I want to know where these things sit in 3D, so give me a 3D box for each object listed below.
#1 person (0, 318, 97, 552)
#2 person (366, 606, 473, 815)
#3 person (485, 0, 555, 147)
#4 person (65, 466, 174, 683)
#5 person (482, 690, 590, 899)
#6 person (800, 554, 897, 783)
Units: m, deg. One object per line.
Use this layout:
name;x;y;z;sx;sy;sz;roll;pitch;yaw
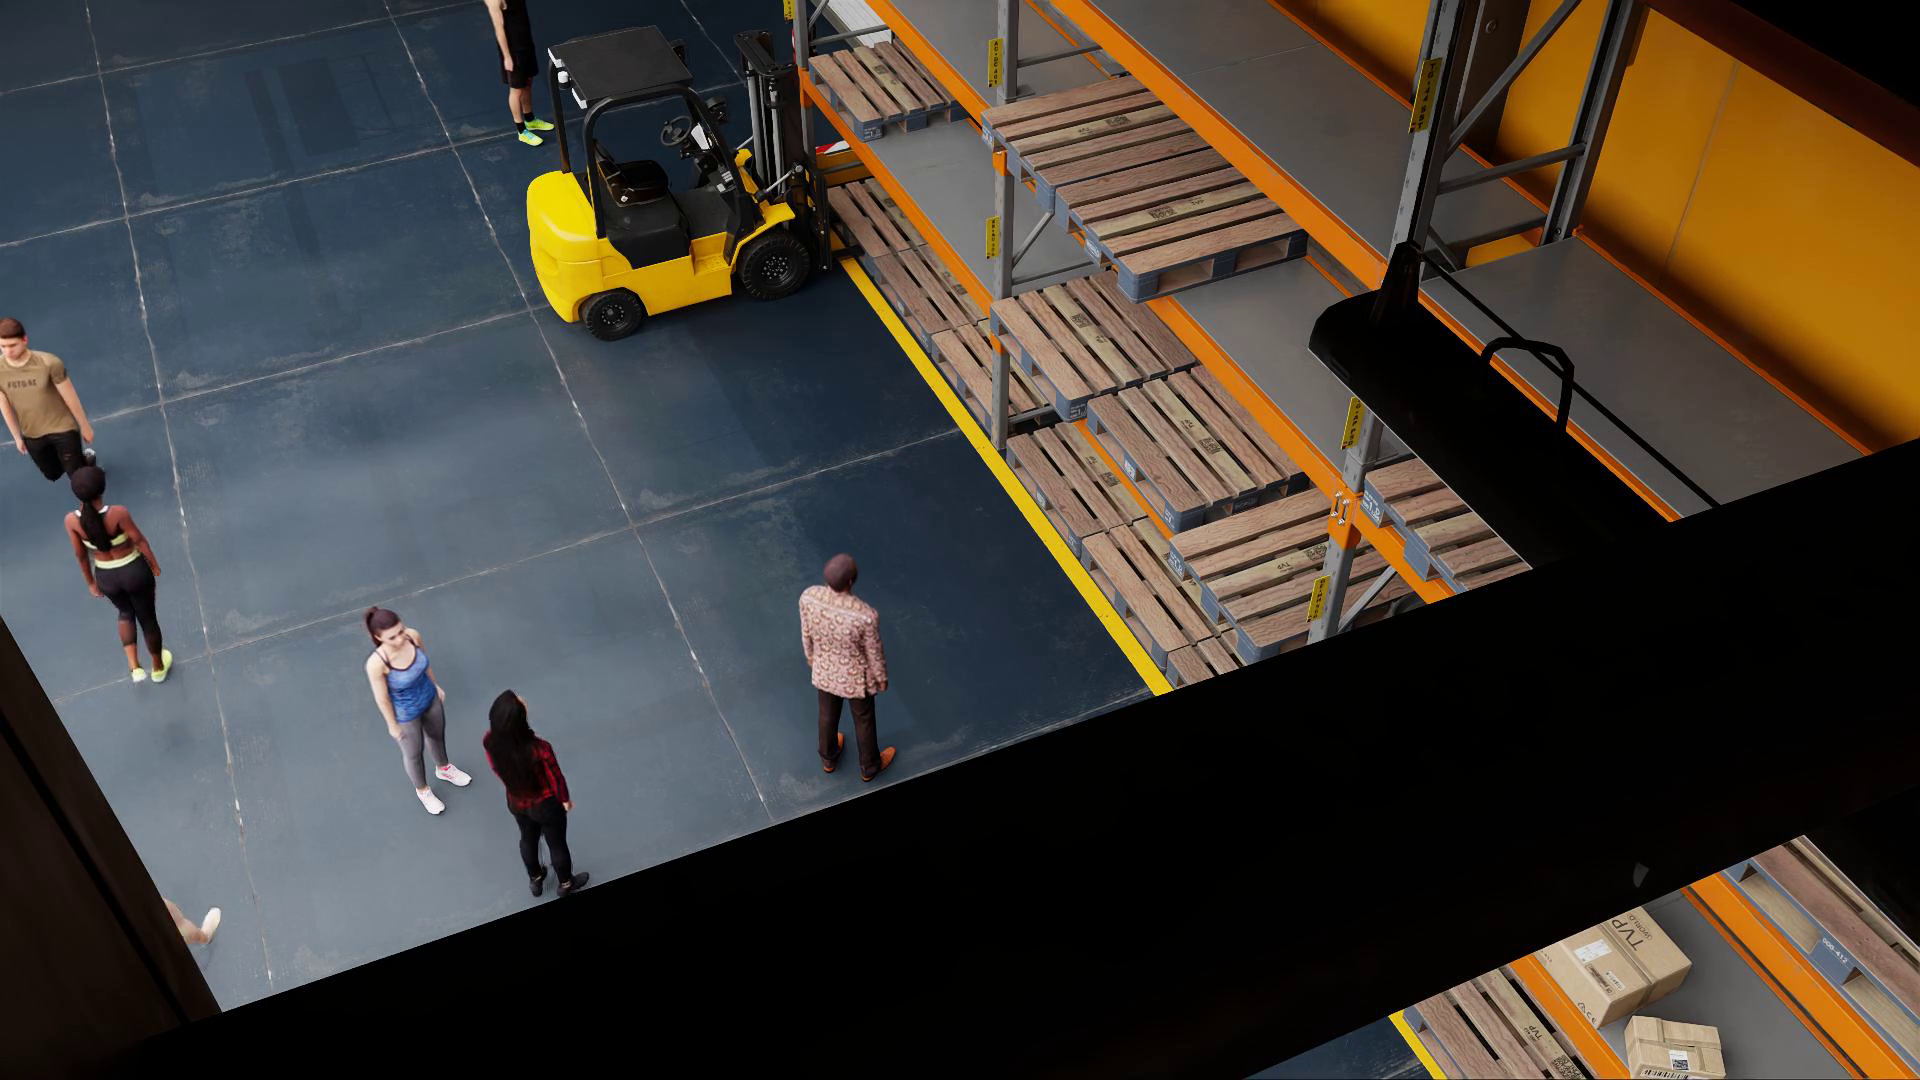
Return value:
person;-6.395;-0.830;11.727;0.862;1.836;1.122;-6;44;-6
person;-3.275;0.995;9.977;0.686;1.608;0.652;21;48;21
person;-4.203;-4.686;15.736;0.827;1.890;0.733;9;44;10
person;-5.325;0.312;10.601;0.652;1.736;0.759;-10;44;-10
person;-2.411;1.483;9.432;0.663;1.651;0.714;15;46;15
person;-0.698;0.778;10.060;0.767;1.808;0.838;16;46;16
